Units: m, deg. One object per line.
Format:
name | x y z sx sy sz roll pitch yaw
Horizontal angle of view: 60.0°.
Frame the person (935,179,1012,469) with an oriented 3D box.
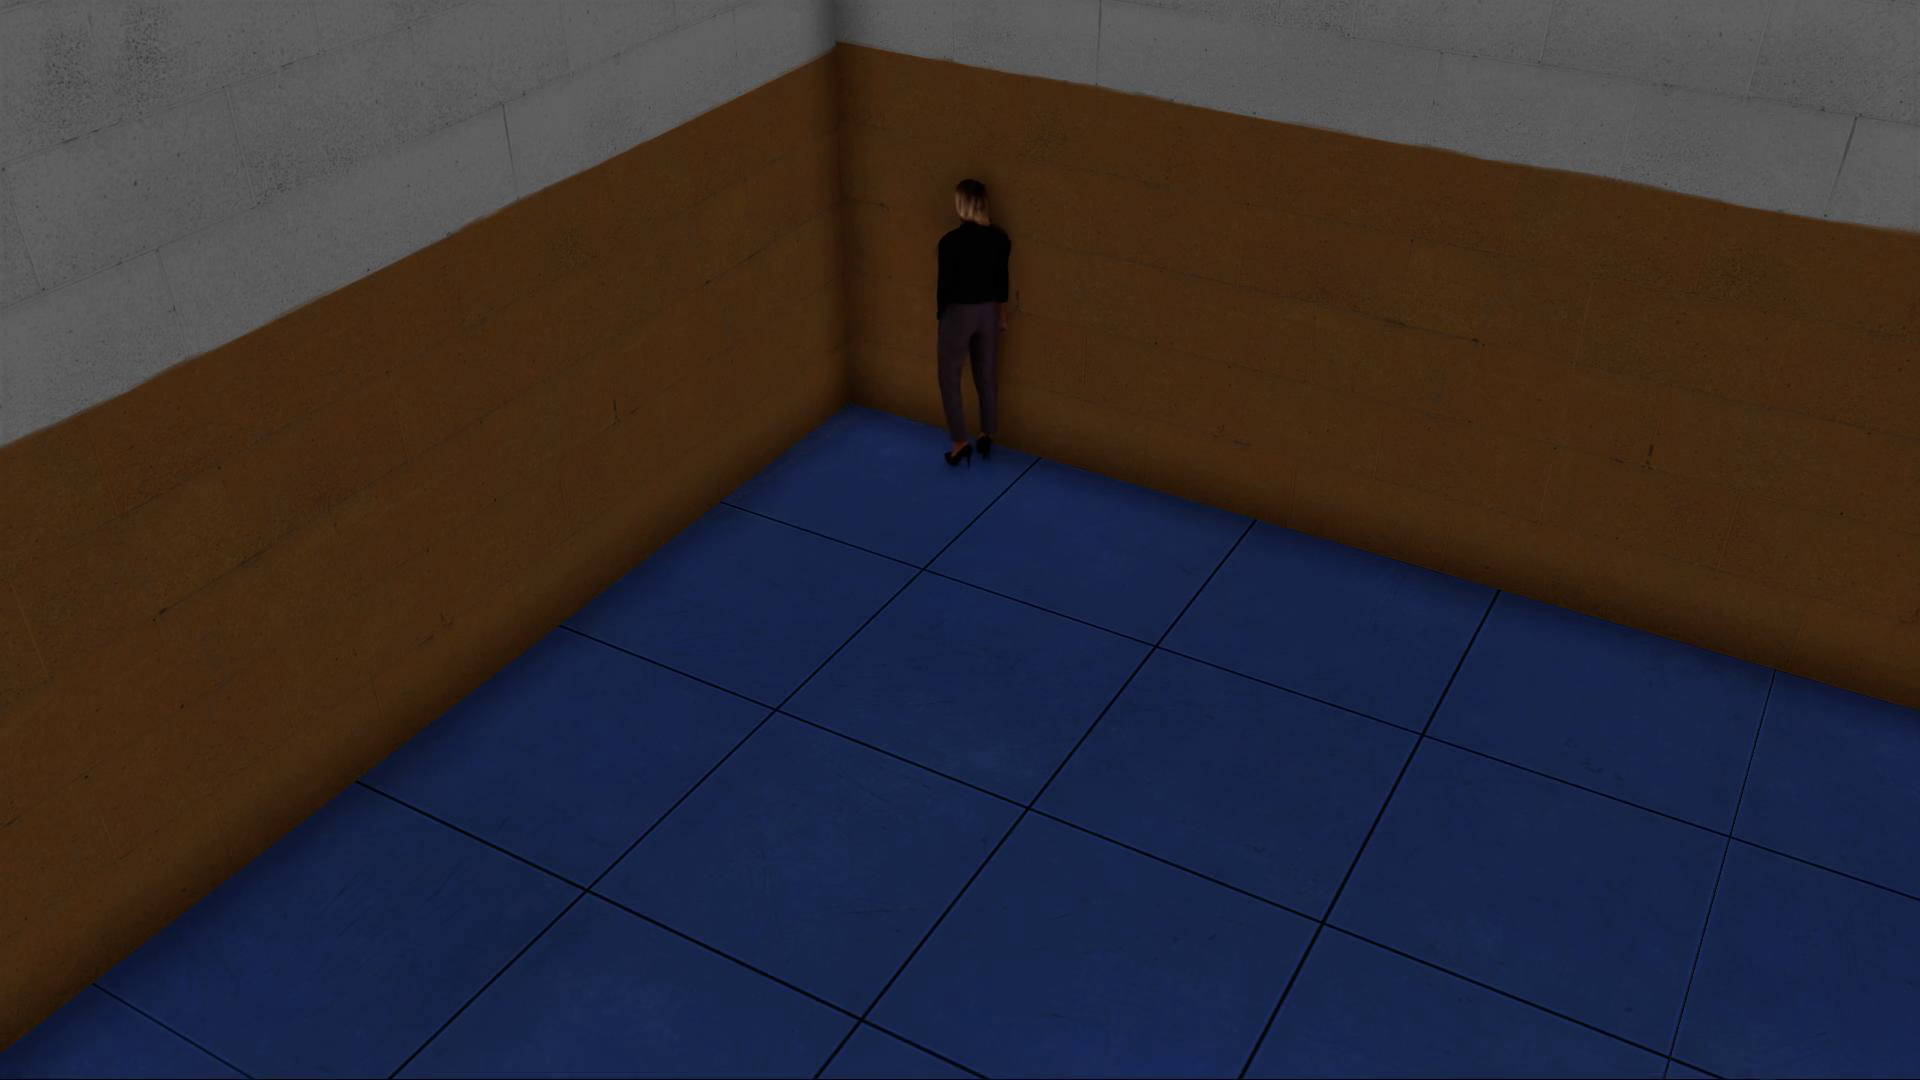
person | 0.067 -1.169 9.215 0.685 1.659 0.777 -17 37 -24
